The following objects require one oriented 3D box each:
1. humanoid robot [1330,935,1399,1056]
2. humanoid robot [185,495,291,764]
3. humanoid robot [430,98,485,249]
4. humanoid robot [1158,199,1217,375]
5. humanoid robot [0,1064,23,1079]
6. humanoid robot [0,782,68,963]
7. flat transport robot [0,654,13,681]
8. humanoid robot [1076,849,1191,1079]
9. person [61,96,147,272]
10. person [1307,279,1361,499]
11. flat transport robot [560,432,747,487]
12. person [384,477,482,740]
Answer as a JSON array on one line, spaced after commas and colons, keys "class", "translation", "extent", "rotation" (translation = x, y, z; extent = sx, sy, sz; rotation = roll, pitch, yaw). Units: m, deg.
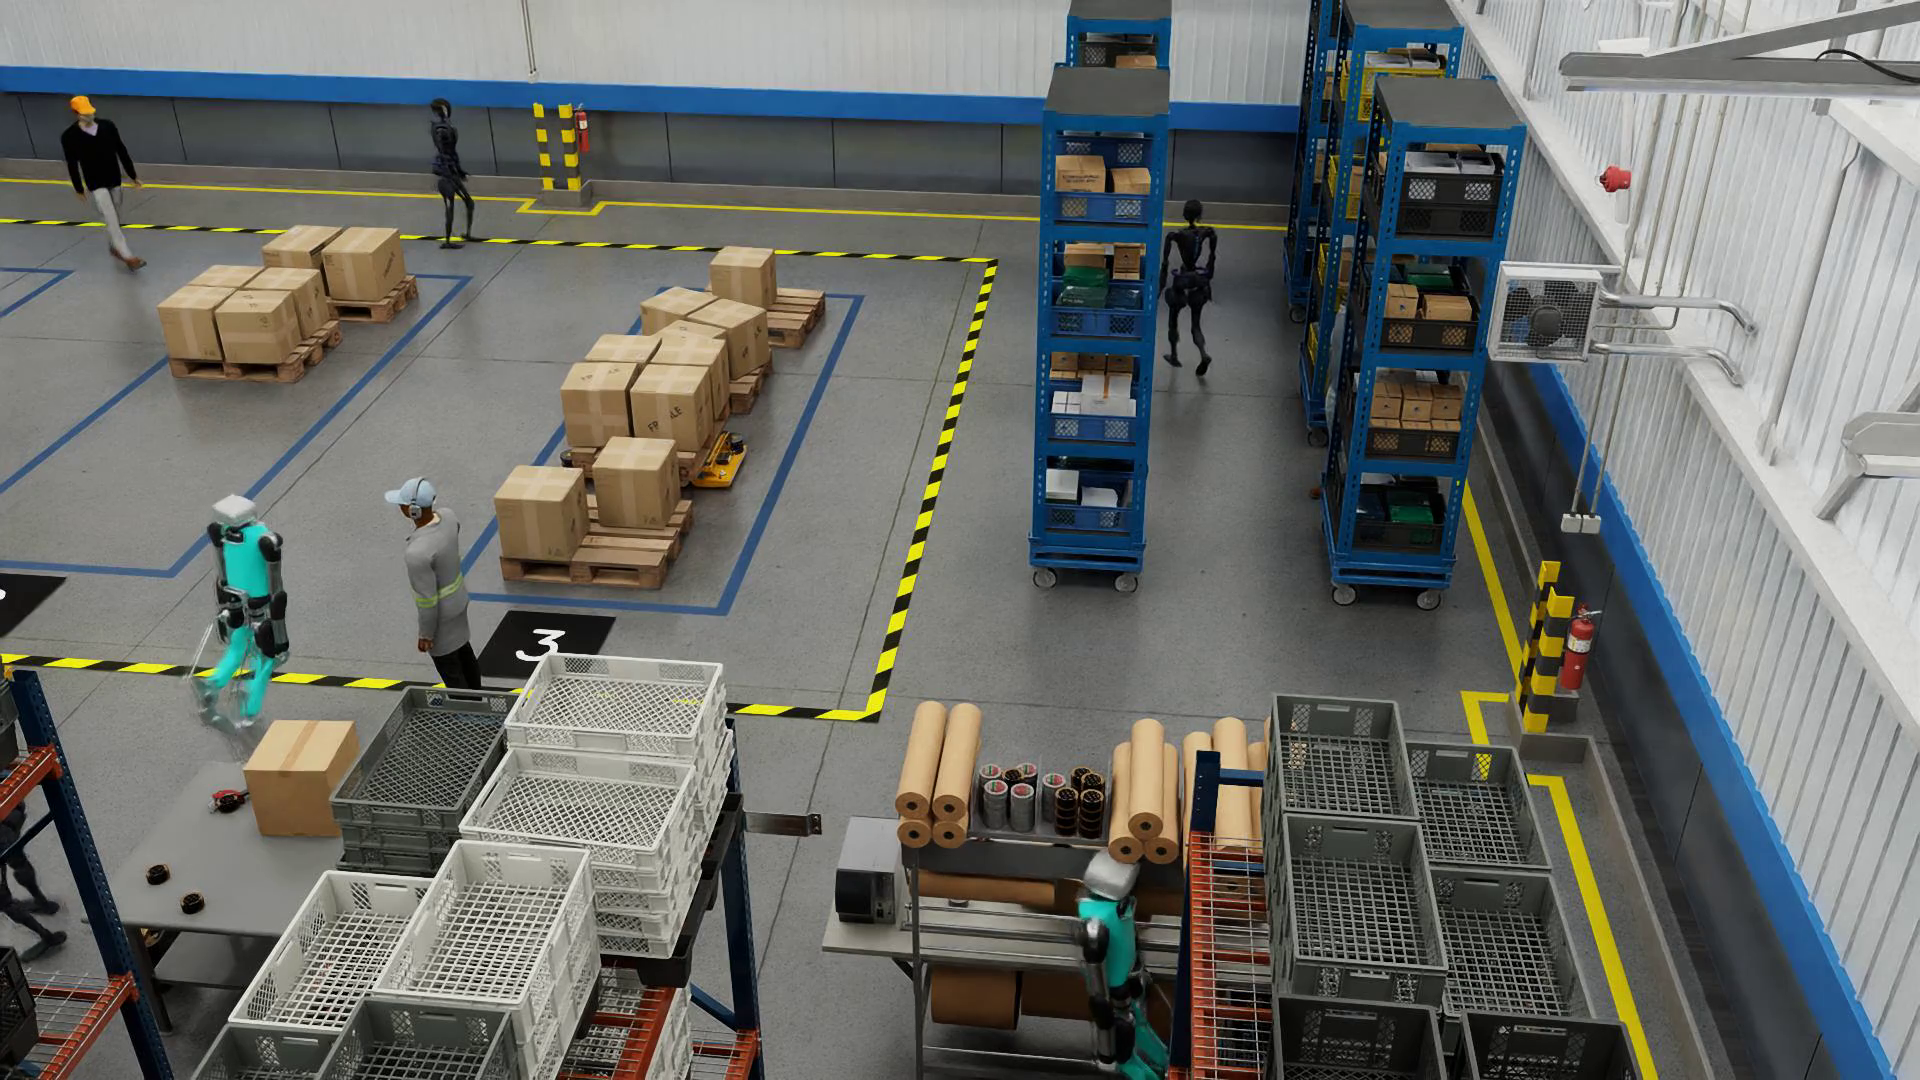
[{"class": "humanoid robot", "translation": [1.823, 2.311, 7.342], "extent": [0.609, 1.620, 0.767], "rotation": [24, 38, 35]}, {"class": "humanoid robot", "translation": [-4.406, 0.671, 10.084], "extent": [0.552, 1.794, 0.810], "rotation": [14, 33, 23]}, {"class": "humanoid robot", "translation": [-5.540, -3.990, 18.122], "extent": [0.458, 1.647, 0.601], "rotation": [-2, 30, -3]}, {"class": "humanoid robot", "translation": [2.096, -2.310, 15.262], "extent": [0.602, 1.639, 0.629], "rotation": [-10, 32, -16]}, {"class": "humanoid robot", "translation": [-5.014, 1.948, 7.950], "extent": [0.722, 1.635, 0.594], "rotation": [7, 31, 11]}, {"class": "humanoid robot", "translation": [-5.101, 1.452, 8.776], "extent": [0.392, 1.638, 0.612], "rotation": [-6, 31, -11]}, {"class": "flat transport robot", "translation": [-7.142, 0.969, 11.010], "extent": [1.431, 0.231, 0.659], "rotation": [3, 30, 6]}, {"class": "humanoid robot", "translation": [0.887, 2.187, 7.466], "extent": [0.793, 1.789, 0.531], "rotation": [8, 31, 14]}, {"class": "person", "translation": [-9.020, -3.778, 17.604], "extent": [0.938, 1.837, 0.595], "rotation": [18, 35, 28]}, {"class": "person", "translation": [3.028, -1.121, 12.954], "extent": [0.371, 1.932, 0.620], "rotation": [-7, 31, -11]}, {"class": "flat transport robot", "translation": [-2.554, -0.707, 13.861], "extent": [1.431, 0.197, 0.652], "rotation": [3, 30, 6]}, {"class": "person", "translation": [-3.252, 0.431, 10.359], "extent": [0.375, 1.852, 0.588], "rotation": [2, 30, 3]}]
